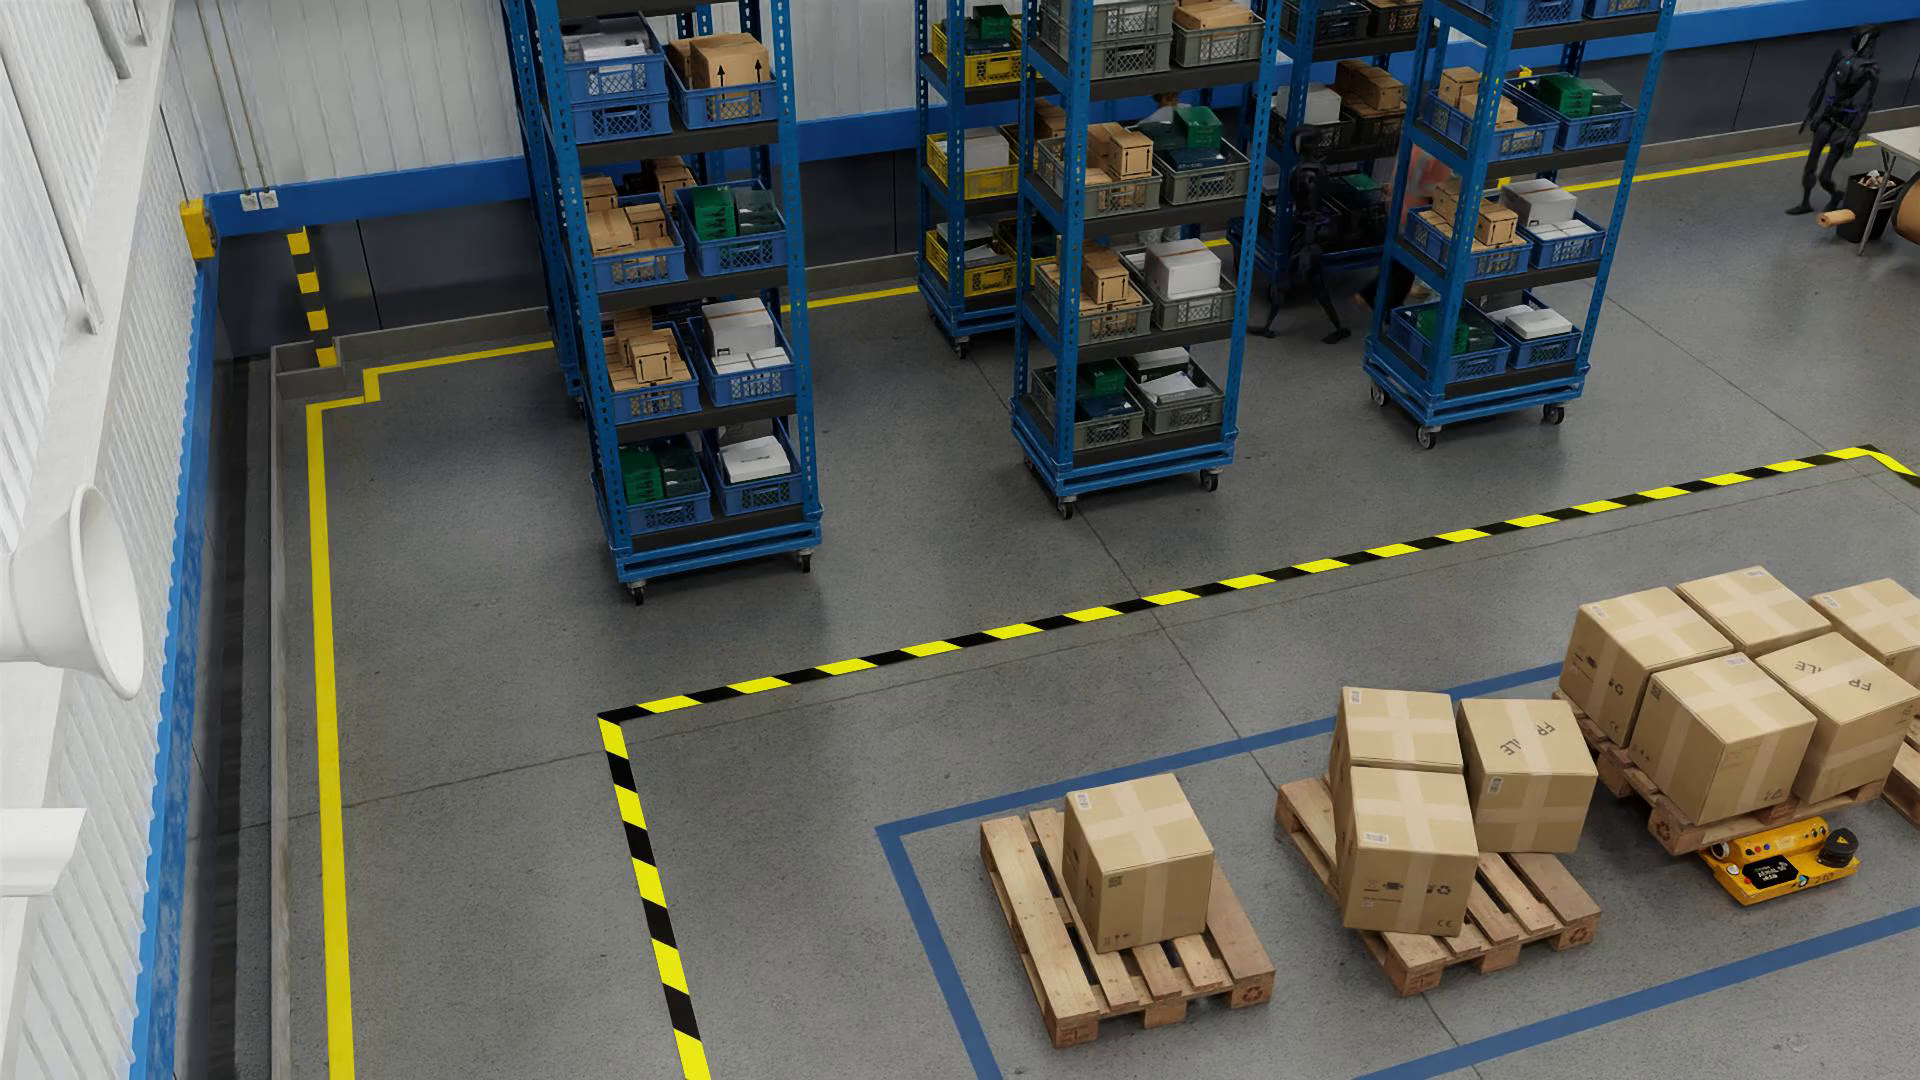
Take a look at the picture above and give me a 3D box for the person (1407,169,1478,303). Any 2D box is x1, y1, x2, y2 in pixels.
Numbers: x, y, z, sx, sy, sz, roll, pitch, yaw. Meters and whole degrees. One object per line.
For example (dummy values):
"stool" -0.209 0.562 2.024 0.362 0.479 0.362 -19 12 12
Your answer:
"person" 3.594 -2.537 12.293 0.429 1.839 0.622 6 36 9

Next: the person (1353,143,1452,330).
"person" 3.301 -2.360 11.954 0.537 1.934 0.660 -3 35 -4

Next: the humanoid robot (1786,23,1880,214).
"humanoid robot" 7.267 -3.459 13.735 0.427 1.643 0.589 -12 37 -17

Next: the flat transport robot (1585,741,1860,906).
"flat transport robot" 3.738 1.188 8.347 0.652 0.197 1.431 -11 37 -15

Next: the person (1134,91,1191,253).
"person" 1.464 -2.511 12.172 0.628 1.935 0.376 -26 43 -31

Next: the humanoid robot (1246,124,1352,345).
"humanoid robot" 2.513 -2.169 11.966 0.801 1.624 0.627 2 35 3
